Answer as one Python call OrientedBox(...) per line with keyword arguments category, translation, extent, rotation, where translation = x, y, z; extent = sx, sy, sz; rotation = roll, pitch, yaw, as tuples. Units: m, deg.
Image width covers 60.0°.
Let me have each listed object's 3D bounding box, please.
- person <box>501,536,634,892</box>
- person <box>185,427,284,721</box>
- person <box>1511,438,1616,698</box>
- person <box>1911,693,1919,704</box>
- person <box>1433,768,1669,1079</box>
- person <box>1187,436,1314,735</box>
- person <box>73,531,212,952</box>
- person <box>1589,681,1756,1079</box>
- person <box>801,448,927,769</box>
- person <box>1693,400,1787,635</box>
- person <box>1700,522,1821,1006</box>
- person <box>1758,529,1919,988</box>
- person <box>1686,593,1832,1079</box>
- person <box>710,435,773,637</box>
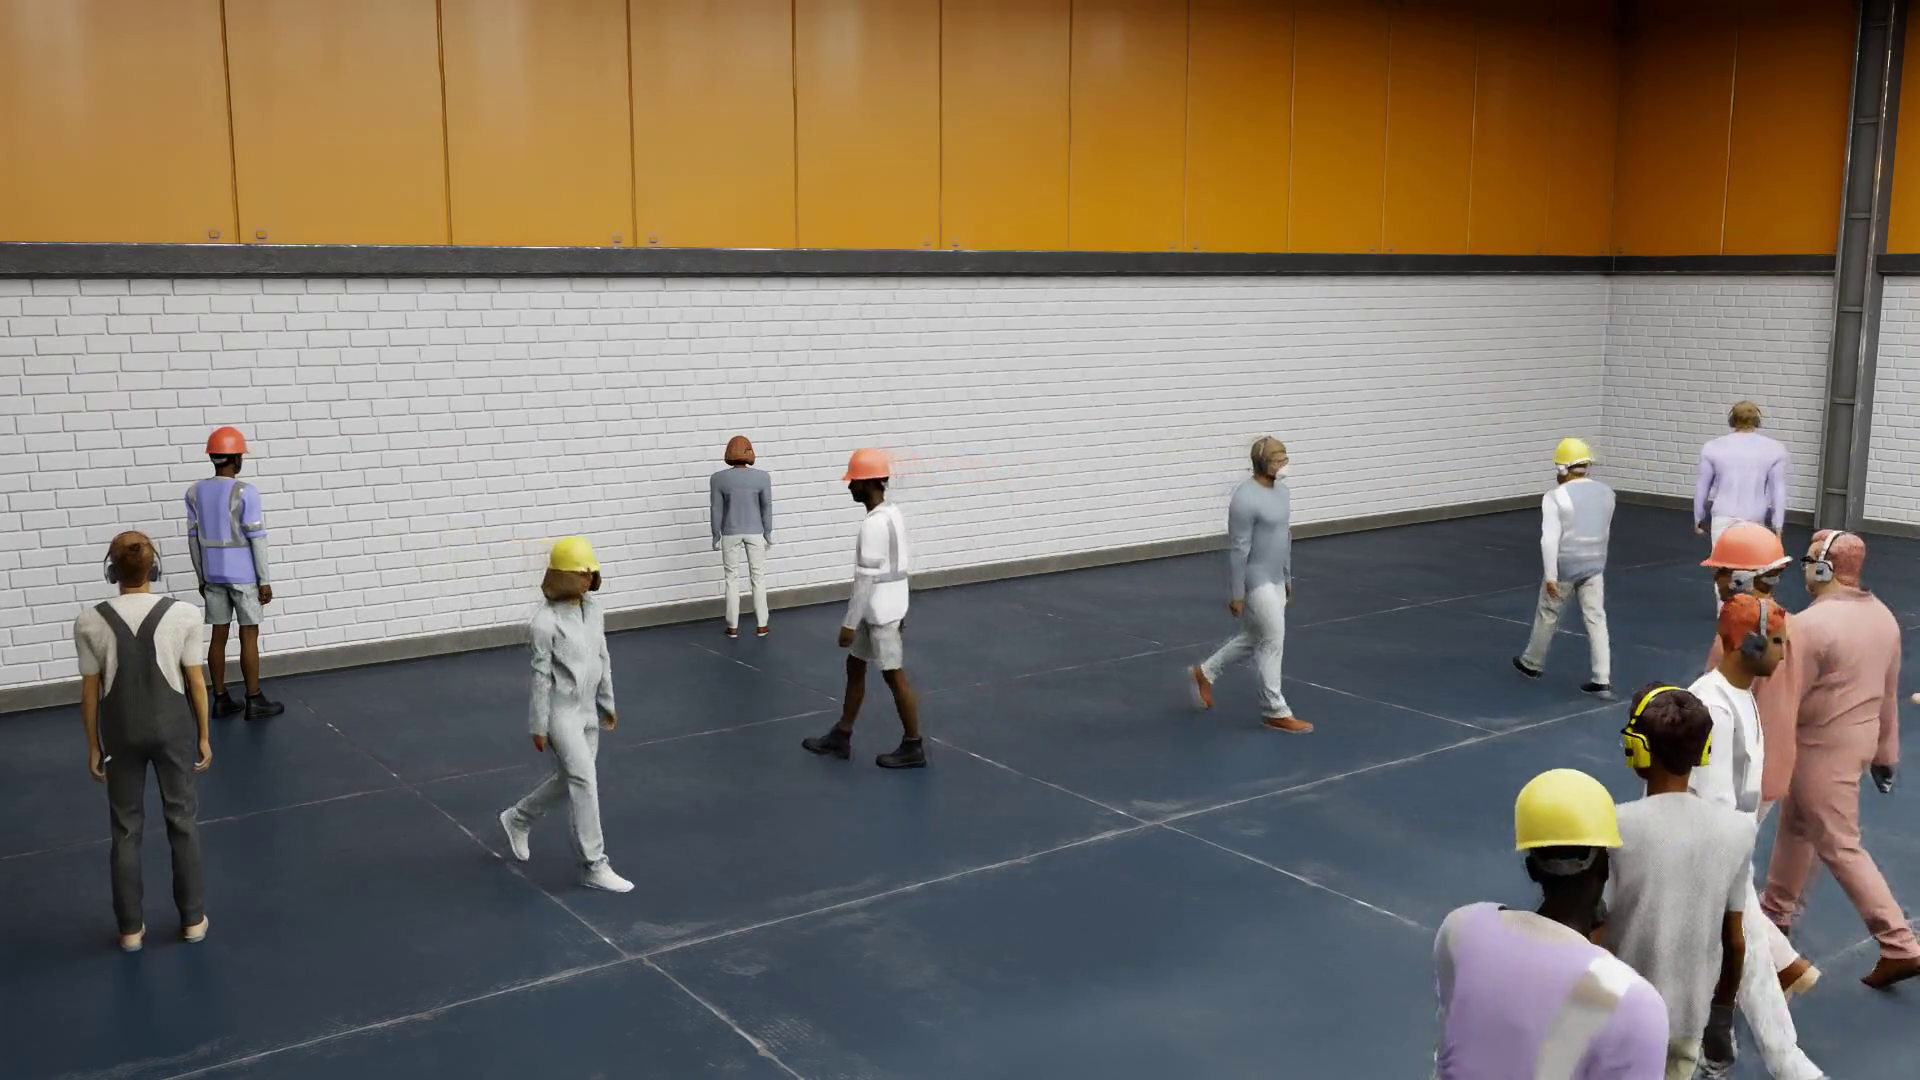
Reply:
OrientedBox(category="person", translation=(-1.927, 0.812, 7.964), extent=(0.747, 1.714, 0.494), rotation=(3, 10, 20))
OrientedBox(category="person", translation=(-4.768, 0.222, 10.937), extent=(0.551, 1.934, 0.362), rotation=(2, 9, 14))
OrientedBox(category="person", translation=(4.301, 0.182, 11.674), extent=(0.597, 1.787, 0.921), rotation=(-2, 9, -14))
OrientedBox(category="person", translation=(6.736, 0.227, 11.215), extent=(0.621, 1.840, 0.430), rotation=(-4, 10, -23))
OrientedBox(category="person", translation=(1.207, 1.441, 3.570), extent=(0.552, 1.890, 0.661), rotation=(-4, 10, -25))
OrientedBox(category="person", translation=(1.879, 0.270, 10.724), extent=(0.845, 1.918, 0.637), rotation=(6, 11, 33))
OrientedBox(category="person", translation=(-3.538, 0.873, 7.245), extent=(0.501, 1.839, 0.341), rotation=(-3, 10, -20))
OrientedBox(category="person", translation=(1.860, 1.299, 4.542), extent=(0.558, 1.852, 0.383), rotation=(-1, 9, -7))
OrientedBox(category="person", translation=(-0.597, 0.417, 9.806), extent=(0.883, 1.901, 0.559), rotation=(1, 9, 6))
OrientedBox(category="person", translation=(6.325, -0.185, 13.550), extent=(0.660, 1.898, 0.927), rotation=(3, 10, 18))
OrientedBox(category="person", translation=(3.098, 0.915, 6.521), extent=(0.627, 1.975, 0.534), rotation=(-8, 12, -41))
OrientedBox(category="person", translation=(3.727, 0.894, 7.026), extent=(0.638, 1.870, 0.954), rotation=(-7, 11, -36))
OrientedBox(category="person", translation=(2.703, 1.108, 5.781), extent=(0.991, 1.826, 0.623), rotation=(7, 12, 39))
OrientedBox(category="person", translation=(-1.759, -0.027, 13.408), extent=(0.501, 1.632, 0.286), rotation=(-1, 9, -8))
